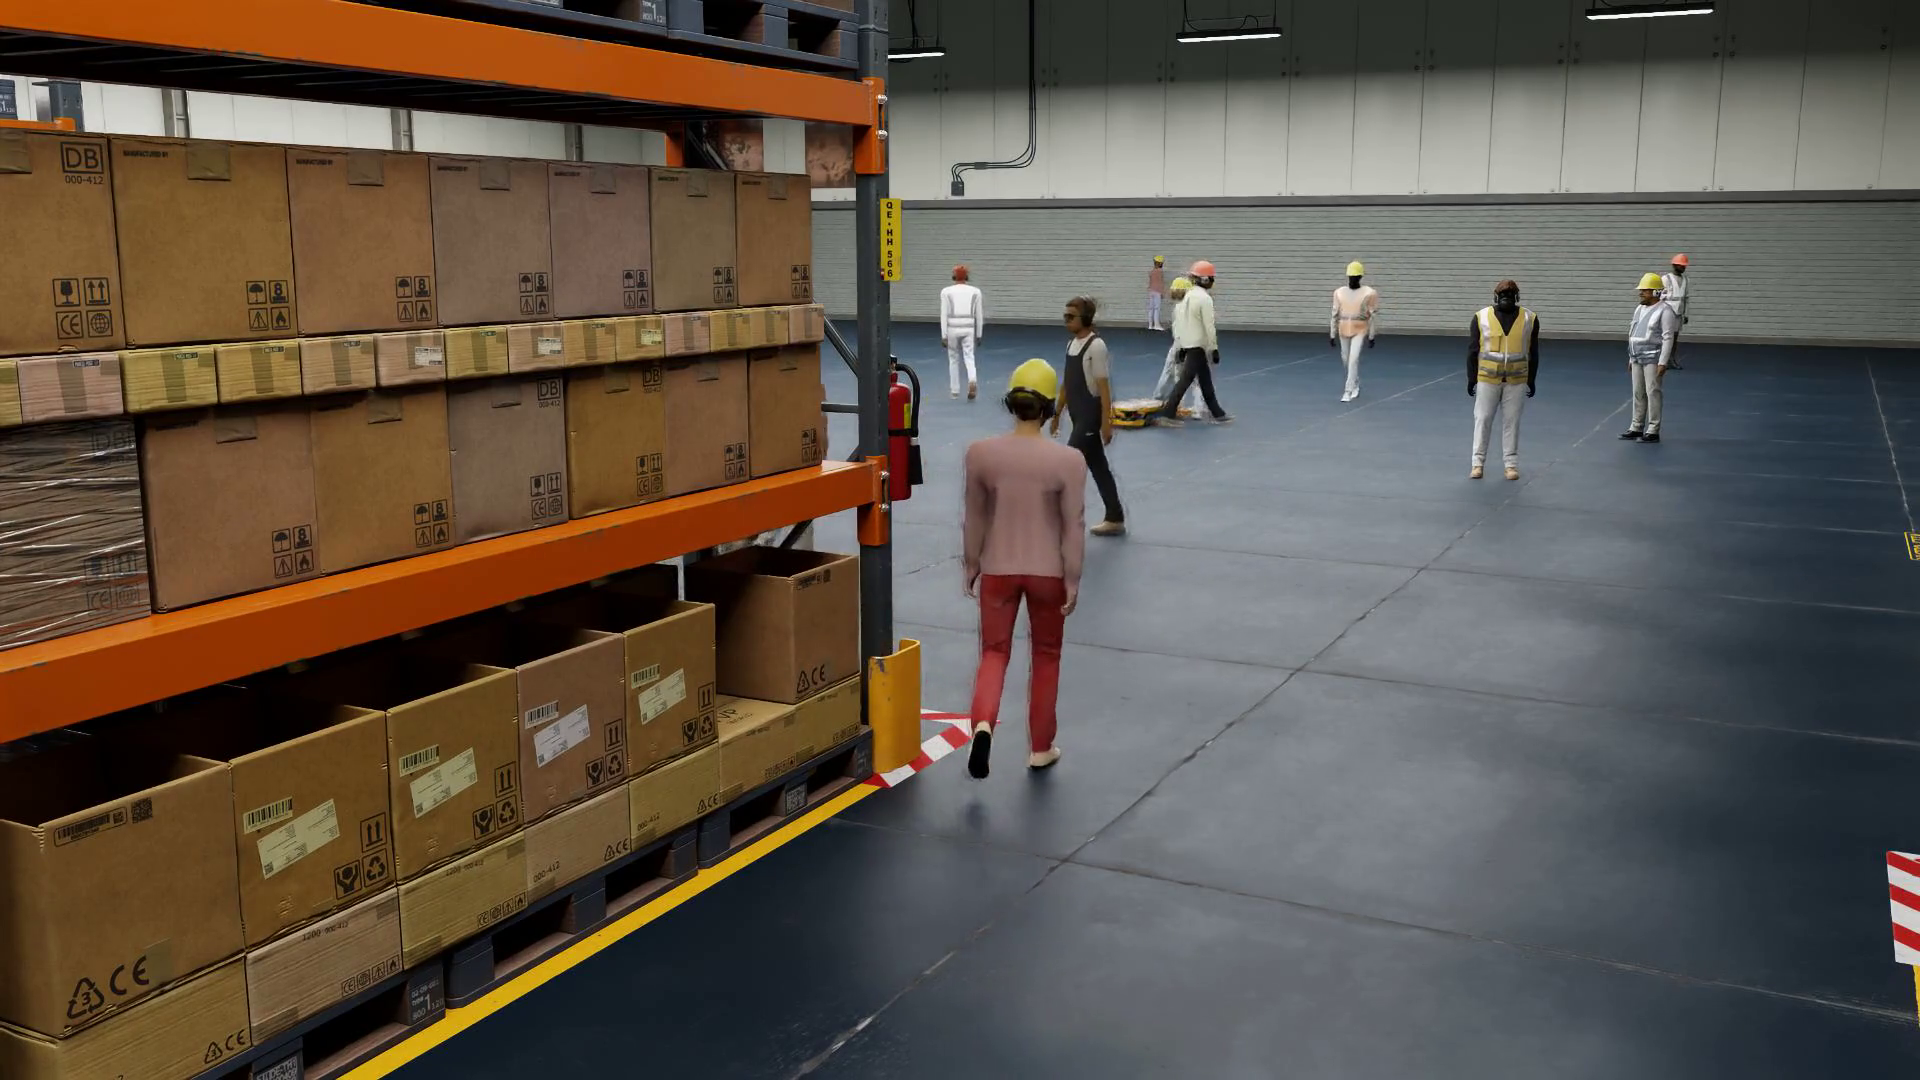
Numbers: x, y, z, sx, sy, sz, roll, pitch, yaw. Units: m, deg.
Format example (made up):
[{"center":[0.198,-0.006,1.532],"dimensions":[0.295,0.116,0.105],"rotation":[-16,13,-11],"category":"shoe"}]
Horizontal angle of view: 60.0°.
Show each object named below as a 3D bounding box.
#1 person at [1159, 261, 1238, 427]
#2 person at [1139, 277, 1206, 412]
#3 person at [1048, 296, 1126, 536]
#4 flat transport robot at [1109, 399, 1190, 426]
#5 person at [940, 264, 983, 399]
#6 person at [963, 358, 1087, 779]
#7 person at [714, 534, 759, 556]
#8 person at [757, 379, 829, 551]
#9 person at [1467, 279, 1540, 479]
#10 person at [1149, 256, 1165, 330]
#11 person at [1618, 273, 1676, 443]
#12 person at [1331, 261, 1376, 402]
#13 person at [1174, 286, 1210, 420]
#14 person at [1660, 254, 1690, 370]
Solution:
[{"center":[2.791,-2.282,19.479],"dimensions":[1.042,1.941,0.651],"rotation":[-3,11,-14],"category":"person"},{"center":[2.770,-2.492,21.271],"dimensions":[0.893,1.700,0.493],"rotation":[6,12,31],"category":"person"},{"center":[0.843,-0.895,12.288],"dimensions":[0.952,1.792,0.536],"rotation":[-3,11,-18],"category":"person"},{"center":[2.140,-1.539,19.965],"dimensions":[0.652,0.197,1.431],"rotation":[7,13,35],"category":"flat transport robot"},{"center":[0.037,-2.804,22.554],"dimensions":[0.587,1.862,0.787],"rotation":[-2,11,-12],"category":"person"},{"center":[0.247,0.138,6.792],"dimensions":[0.531,1.746,0.622],"rotation":[3,11,14],"category":"person"},{"center":[-1.269,-0.129,8.555],"dimensions":[0.527,1.630,0.411],"rotation":[6,12,29],"category":"person"},{"center":[-1.076,-0.525,10.725],"dimensions":[0.526,1.621,0.468],"rotation":[8,13,38],"category":"person"},{"center":[4.994,-1.474,15.324],"dimensions":[0.634,1.841,0.429],"rotation":[2,11,12],"category":"person"},{"center":[4.662,-5.830,39.310],"dimensions":[0.327,1.760,0.523],"rotation":[-5,11,-24],"category":"person"},{"center":[7.456,-1.970,18.051],"dimensions":[0.404,1.830,0.600],"rotation":[-3,11,-14],"category":"person"},{"center":[5.367,-2.844,22.658],"dimensions":[0.595,1.900,0.887],"rotation":[6,12,31],"category":"person"},{"center":[2.835,-2.285,20.363],"dimensions":[0.516,1.616,0.604],"rotation":[-2,11,-10],"category":"person"},{"center":[11.929,-3.797,27.764],"dimensions":[0.559,1.930,0.388],"rotation":[-3,11,-17],"category":"person"}]
